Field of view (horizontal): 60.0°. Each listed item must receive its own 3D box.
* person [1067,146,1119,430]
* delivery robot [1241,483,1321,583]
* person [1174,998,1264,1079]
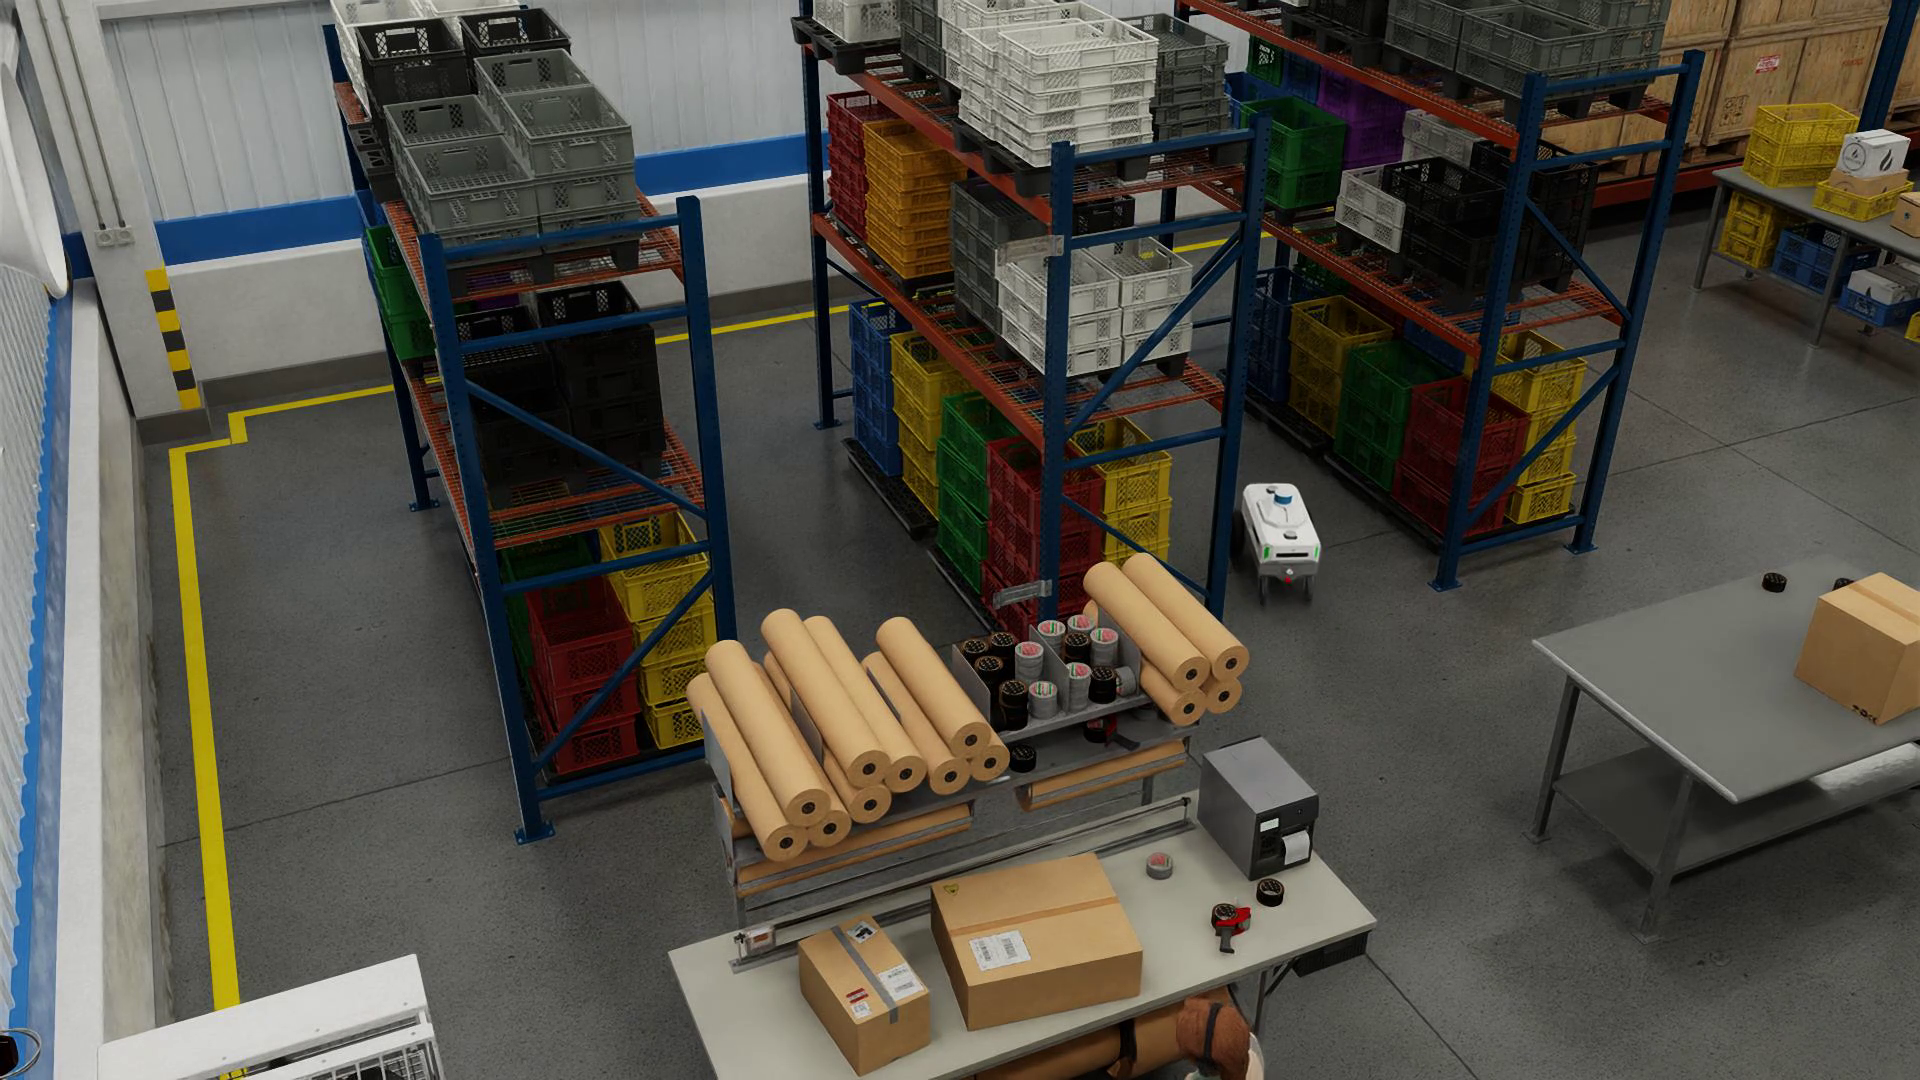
[{"bbox_3d":[0.885,-1.697,11.176,0.371,1.900,0.766,-1,32,-2],"label":"person"},{"bbox_3d":[1.866,-0.071,9.705,0.477,0.478,0.707,-1,32,-2],"label":"delivery robot"},{"bbox_3d":[0.788,2.084,5.279,0.322,1.628,0.527,17,36,26],"label":"person"}]
